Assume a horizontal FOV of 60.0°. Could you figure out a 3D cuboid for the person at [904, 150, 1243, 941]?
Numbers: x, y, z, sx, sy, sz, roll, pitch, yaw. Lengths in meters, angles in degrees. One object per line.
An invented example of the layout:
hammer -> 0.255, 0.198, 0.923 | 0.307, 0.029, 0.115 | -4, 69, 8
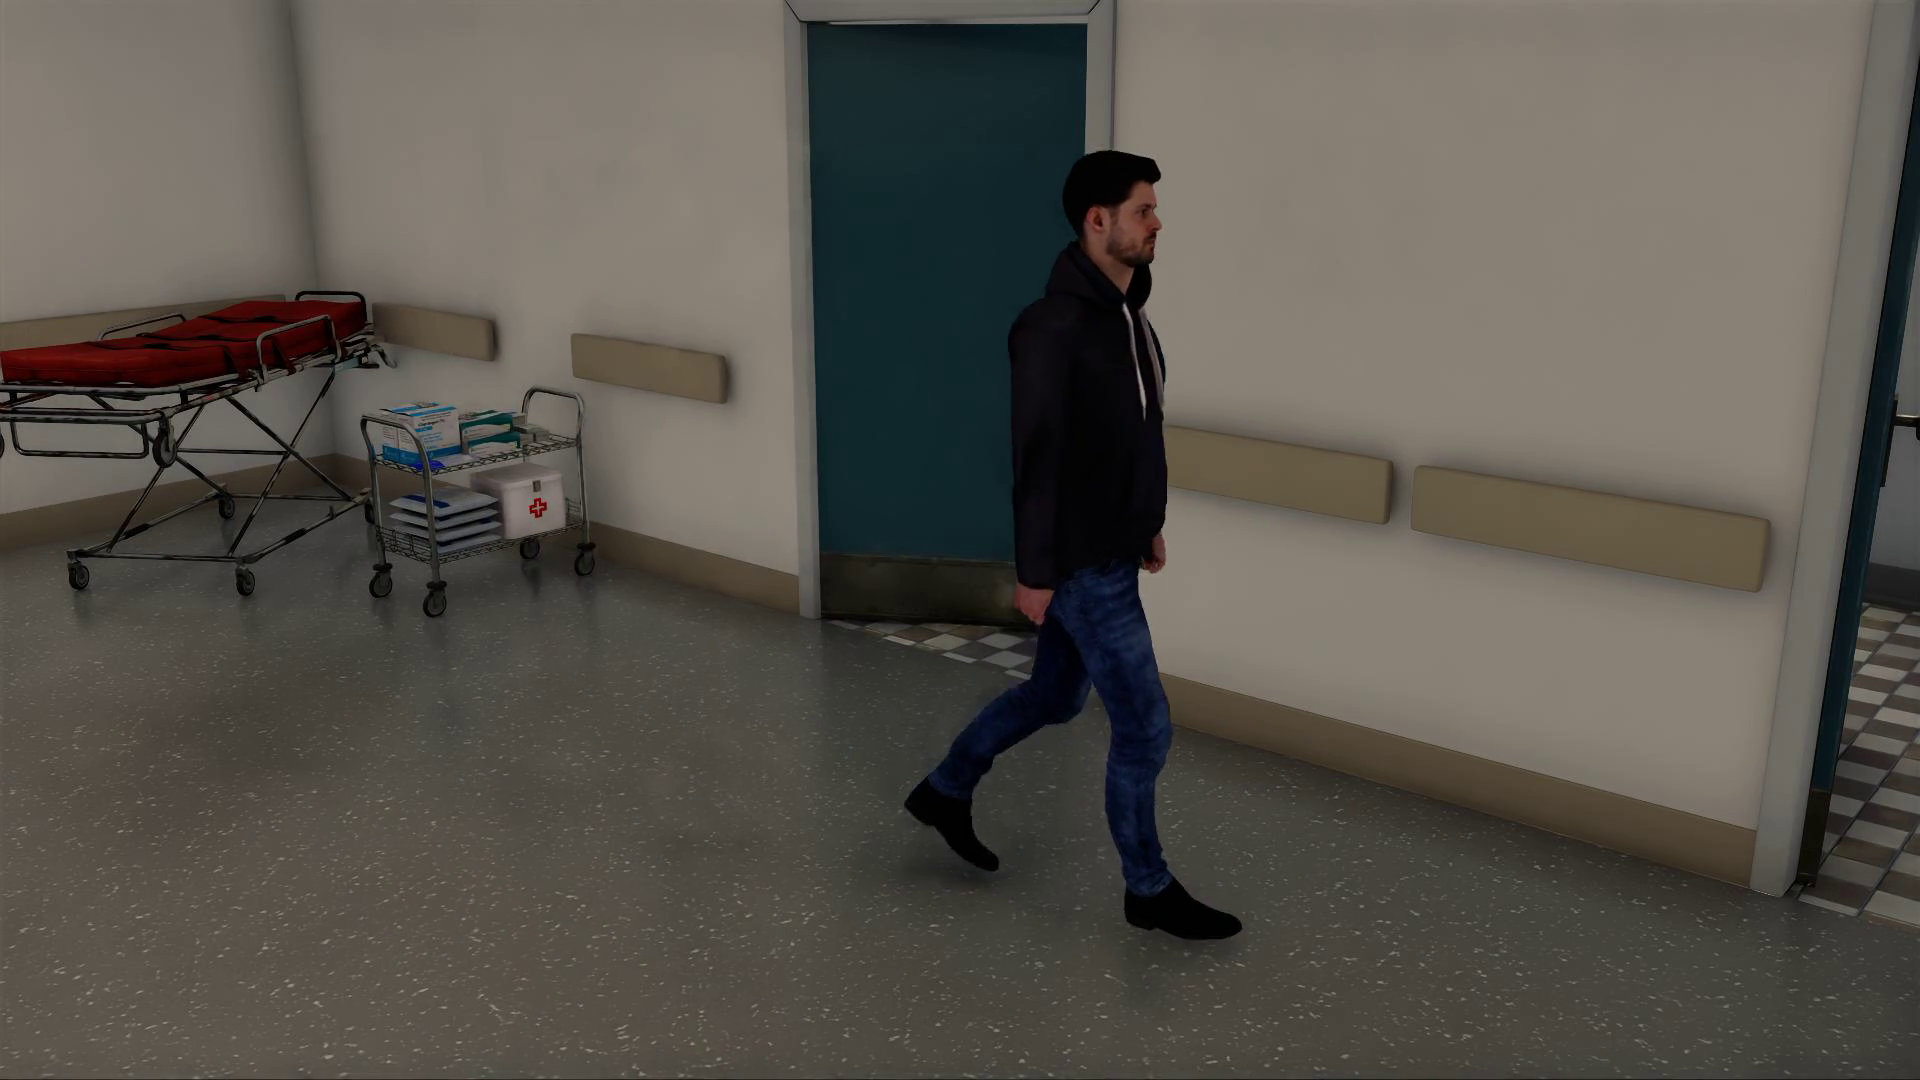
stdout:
person -> 0.226, 0.035, 4.028 | 1.245, 1.848, 0.881 | 7, 17, 24
